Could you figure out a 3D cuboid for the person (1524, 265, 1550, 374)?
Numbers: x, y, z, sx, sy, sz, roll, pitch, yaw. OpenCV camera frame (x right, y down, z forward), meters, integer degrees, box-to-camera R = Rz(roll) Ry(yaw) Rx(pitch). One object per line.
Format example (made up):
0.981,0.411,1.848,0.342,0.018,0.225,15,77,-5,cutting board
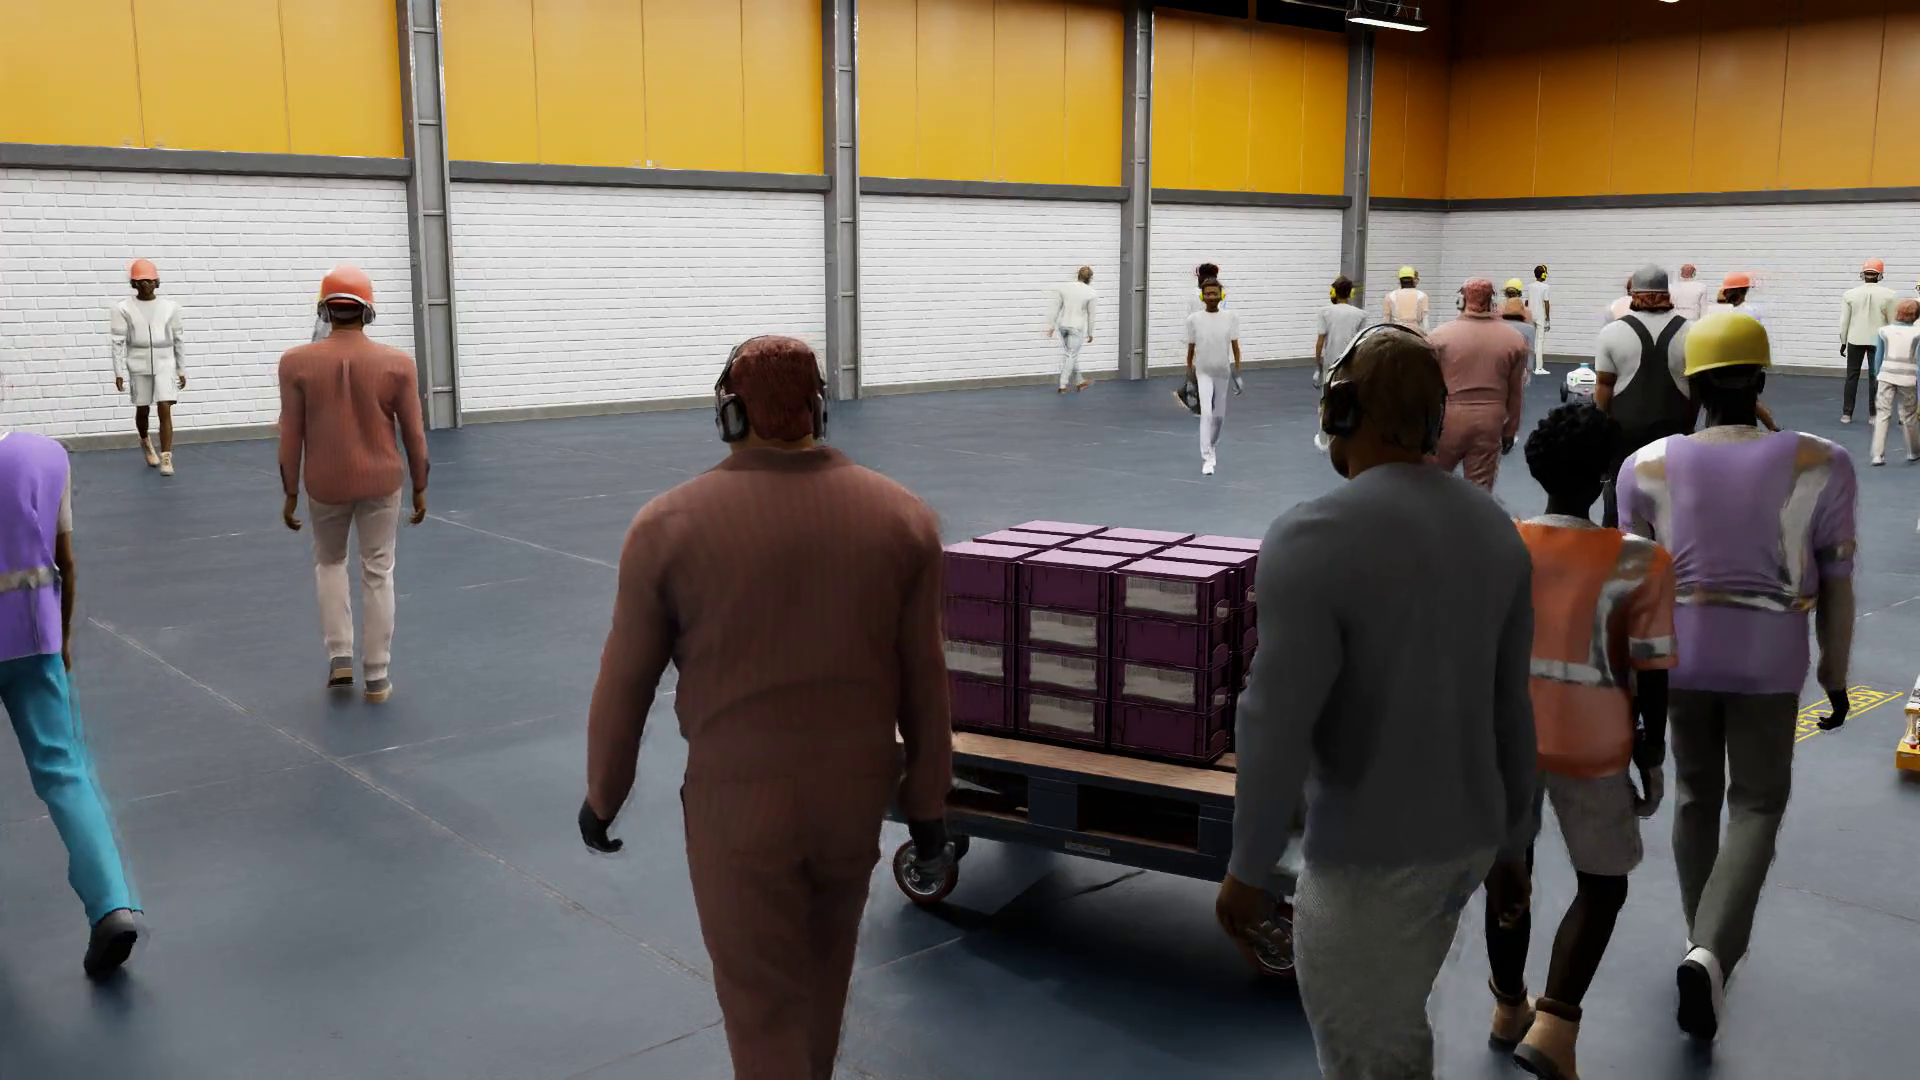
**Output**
9.913,-3.772,28.526,0.325,1.871,0.521,-7,12,-34,person

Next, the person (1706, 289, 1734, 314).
10.946,-2.826,23.815,0.504,1.587,0.867,9,13,41,person

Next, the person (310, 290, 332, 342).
-6.183,-1.647,16.370,0.406,1.788,0.734,-9,13,-42,person

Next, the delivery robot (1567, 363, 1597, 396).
8.517,-2.172,22.723,0.477,0.478,0.707,2,10,12,delivery robot

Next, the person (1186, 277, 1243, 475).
2.389,-1.570,15.731,0.519,1.841,0.889,0,10,0,person

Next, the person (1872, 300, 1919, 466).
9.150,-1.525,16.159,0.841,1.595,0.529,-9,13,-41,person

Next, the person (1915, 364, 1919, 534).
7.253,-1.036,12.001,0.614,2.040,0.390,3,10,17,person

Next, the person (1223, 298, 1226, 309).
4.184,-3.525,27.605,0.318,1.691,0.532,-7,12,-36,person

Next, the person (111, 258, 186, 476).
-7.591,-1.624,15.572,0.616,2.013,0.930,-5,11,-29,person

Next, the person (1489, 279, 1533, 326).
6.837,-2.356,20.596,0.552,1.730,0.798,7,12,34,person

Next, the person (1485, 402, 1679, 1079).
1.425,0.505,4.033,0.549,1.681,0.600,6,12,33,person

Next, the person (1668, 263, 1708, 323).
11.387,-3.383,26.138,0.643,1.910,0.400,6,11,31,person

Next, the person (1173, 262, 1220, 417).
3.012,-2.519,20.963,0.521,1.947,0.606,3,10,17,person

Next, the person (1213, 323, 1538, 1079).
0.867,0.583,2.942,0.644,1.911,0.780,-8,13,-39,person

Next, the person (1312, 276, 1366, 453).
3.785,-1.723,16.660,0.555,1.819,0.987,0,10,2,person

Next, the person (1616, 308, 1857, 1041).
2.033,0.332,4.442,0.596,1.894,0.864,6,12,33,person

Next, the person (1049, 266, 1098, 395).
1.712,-3.087,24.518,0.675,1.871,0.865,7,12,37,person

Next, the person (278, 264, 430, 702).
-2.758,-0.259,7.617,0.653,1.977,0.528,-3,10,-17,person

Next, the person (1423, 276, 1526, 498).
3.207,-0.712,10.538,0.686,1.890,0.485,0,10,-3,person

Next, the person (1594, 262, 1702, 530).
4.390,-0.801,10.630,0.685,2.000,1.015,2,10,11,person

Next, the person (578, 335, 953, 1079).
-0.404,0.518,3.447,0.689,1.856,0.900,-5,11,-27,person

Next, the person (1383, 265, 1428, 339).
6.084,-2.794,22.714,0.588,1.903,0.808,1,10,7,person

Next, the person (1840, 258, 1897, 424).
10.981,-2.401,20.132,0.611,1.995,0.375,6,11,31,person

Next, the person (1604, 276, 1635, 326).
7.399,-2.016,18.383,0.604,1.826,0.631,-7,12,-34,person

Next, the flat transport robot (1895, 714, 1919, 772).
4.289,0.730,6.836,0.652,0.197,1.431,6,12,33,flat transport robot

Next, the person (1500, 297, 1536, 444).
5.835,-1.778,17.680,0.504,1.587,0.845,3,10,17,person

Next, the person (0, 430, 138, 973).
-2.724,0.331,4.696,0.947,1.811,0.566,8,12,39,person

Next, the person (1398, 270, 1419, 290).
6.597,-3.097,24.694,0.451,1.826,0.537,-4,10,-21,person

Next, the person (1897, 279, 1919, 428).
11.271,-2.206,19.463,0.403,1.833,0.586,-6,11,-30,person

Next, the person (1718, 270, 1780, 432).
7.994,-1.797,16.939,0.991,1.895,0.530,4,10,20,person

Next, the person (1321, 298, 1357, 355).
5.103,-2.603,22.371,0.497,1.633,0.279,2,10,13,person

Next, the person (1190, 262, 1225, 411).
3.202,-2.646,21.727,0.542,1.939,0.369,-8,13,-40,person
